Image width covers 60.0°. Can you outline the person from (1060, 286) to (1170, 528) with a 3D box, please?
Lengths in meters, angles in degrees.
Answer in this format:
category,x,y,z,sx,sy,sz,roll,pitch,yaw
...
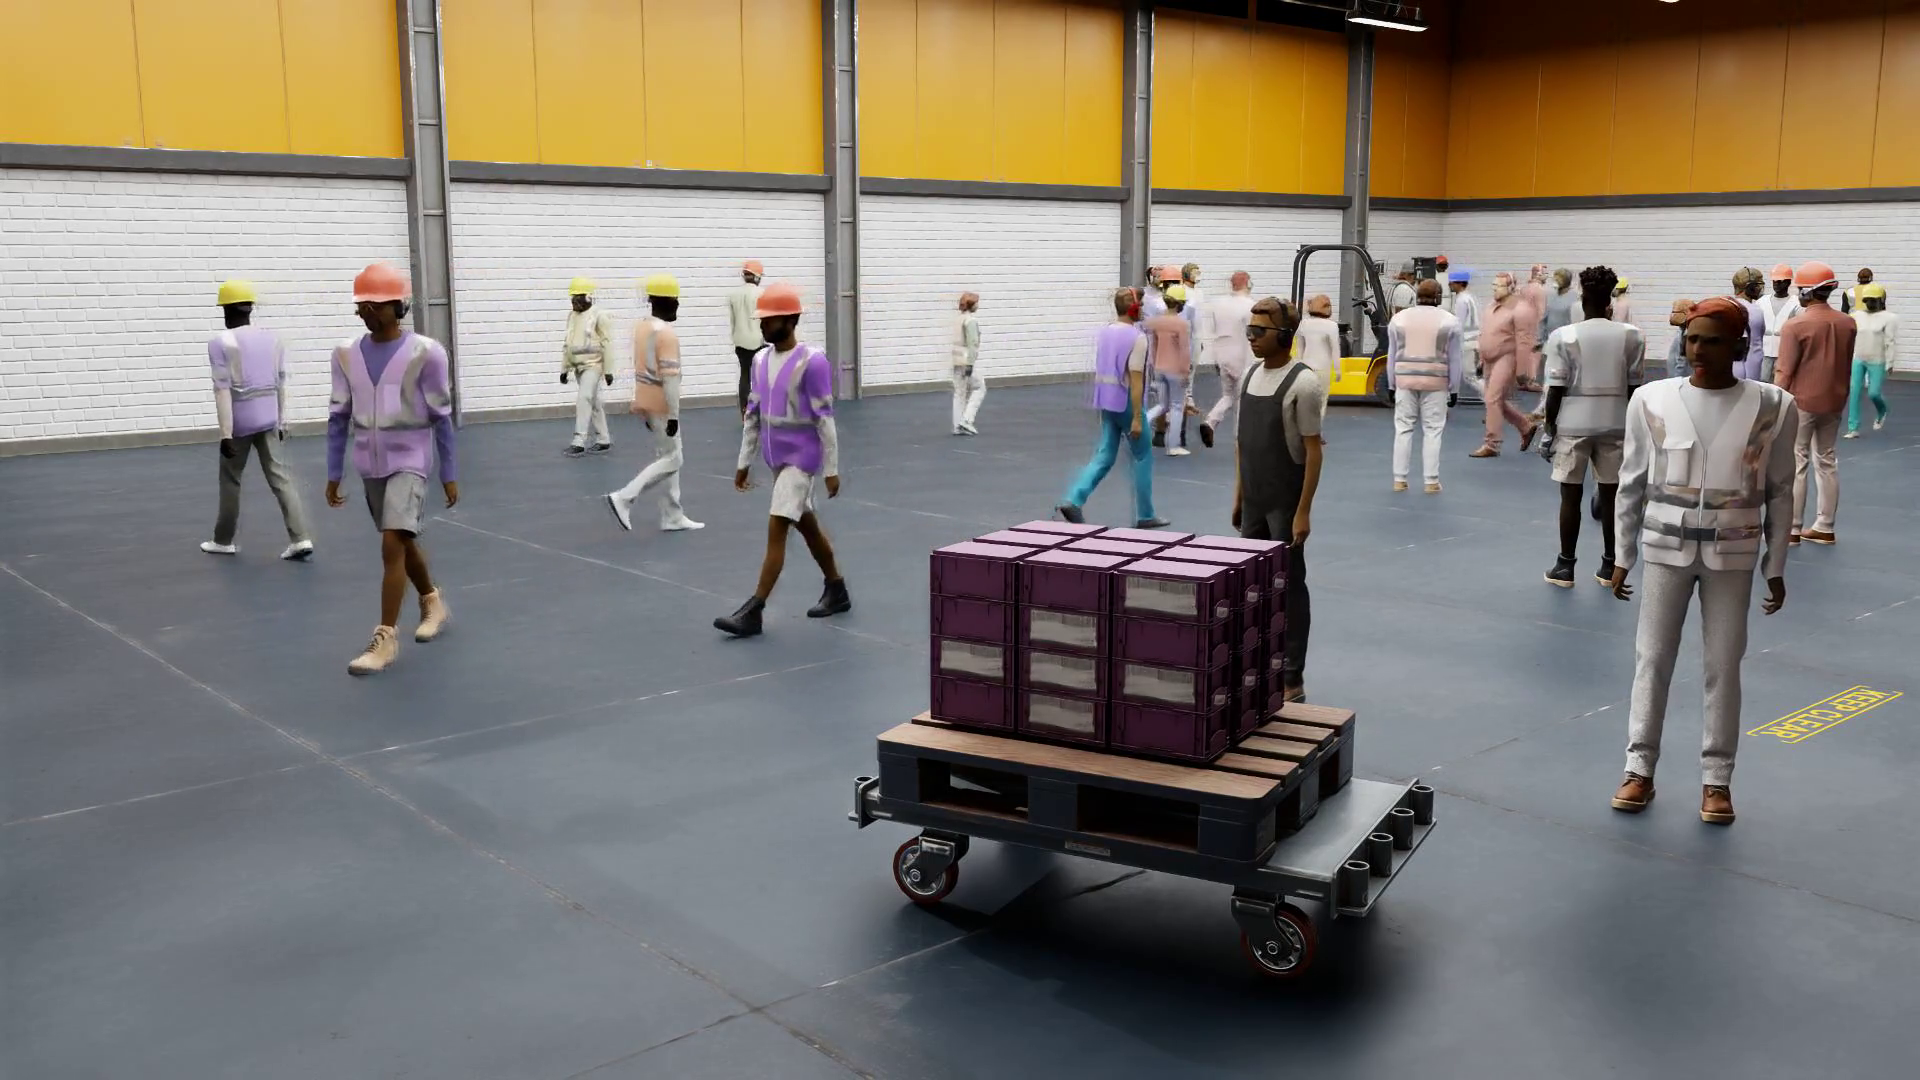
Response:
category,x,y,z,sx,sy,sz,roll,pitch,yaw
person,1.151,-0.958,12.215,0.874,1.813,0.579,-6,11,-30

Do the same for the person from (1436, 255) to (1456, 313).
category,x,y,z,sx,sy,sz,roll,pitch,yaw
person,9.156,-4.410,31.744,0.608,2.048,0.365,-1,10,-7

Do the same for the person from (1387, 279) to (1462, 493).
category,x,y,z,sx,sy,sz,roll,pitch,yaw
person,3.967,-1.309,14.229,0.627,1.832,0.429,5,11,25

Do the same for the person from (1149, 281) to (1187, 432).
category,x,y,z,sx,sy,sz,roll,pitch,yaw
person,2.450,-2.172,19.261,0.404,1.835,0.587,-4,11,-24

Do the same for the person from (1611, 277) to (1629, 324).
category,x,y,z,sx,sy,sz,roll,pitch,yaw
person,9.023,-2.763,23.040,0.882,1.726,0.547,2,10,14

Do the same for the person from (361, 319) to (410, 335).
category,x,y,z,sx,sy,sz,roll,pitch,yaw
person,-5.340,-1.431,15.570,0.516,1.612,0.708,-2,10,-9

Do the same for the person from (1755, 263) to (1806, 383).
category,x,y,z,sx,sy,sz,roll,pitch,yaw
person,8.963,-2.057,18.280,0.542,1.939,0.364,8,13,40

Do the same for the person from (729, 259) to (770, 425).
category,x,y,z,sx,sy,sz,roll,pitch,yaw
person,-2.479,-2.373,19.999,0.642,1.975,0.508,6,11,30

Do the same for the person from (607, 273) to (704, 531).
category,x,y,z,sx,sy,sz,roll,pitch,yaw
person,-2.222,-0.977,12.058,0.692,1.907,0.593,-6,11,-30

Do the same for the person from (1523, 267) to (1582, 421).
category,x,y,z,sx,sy,sz,roll,pitch,yaw
person,7.436,-2.398,20.433,0.999,1.904,0.644,-2,10,-11

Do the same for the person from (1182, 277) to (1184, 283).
category,x,y,z,sx,sy,sz,roll,pitch,yaw
person,3.533,-3.387,26.798,0.534,1.691,0.318,4,10,21

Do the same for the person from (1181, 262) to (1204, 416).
category,x,y,z,sx,sy,sz,roll,pitch,yaw
person,2.915,-2.556,21.205,0.372,1.940,0.632,7,12,36

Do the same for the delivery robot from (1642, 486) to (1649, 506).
category,x,y,z,sx,sy,sz,roll,pitch,yaw
delivery robot,5.211,-0.487,12.860,0.477,0.478,0.707,6,11,30

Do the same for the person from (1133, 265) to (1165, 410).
category,x,y,z,sx,sy,sz,roll,pitch,yaw
person,2.472,-2.468,20.782,0.642,1.910,0.401,-2,10,-14

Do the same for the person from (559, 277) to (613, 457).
category,x,y,z,sx,sy,sz,roll,pitch,yaw
person,-3.864,-1.740,16.817,0.612,1.798,0.801,9,13,41

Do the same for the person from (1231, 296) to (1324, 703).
category,x,y,z,sx,sy,sz,roll,pitch,yaw
person,1.407,-0.167,7.491,0.350,1.846,0.506,-5,11,-29

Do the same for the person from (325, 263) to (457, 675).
category,x,y,z,sx,sy,sz,roll,pitch,yaw
person,-2.852,-0.393,8.390,0.624,1.999,1.032,2,10,12

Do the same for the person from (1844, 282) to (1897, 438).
category,x,y,z,sx,sy,sz,roll,pitch,yaw
person,10.122,-1.993,18.480,0.579,1.750,0.520,-8,13,-41

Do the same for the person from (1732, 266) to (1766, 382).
category,x,y,z,sx,sy,sz,roll,pitch,yaw
person,6.393,-1.270,13.675,0.370,1.941,0.627,-1,10,-4

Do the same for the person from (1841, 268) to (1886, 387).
category,x,y,z,sx,sy,sz,roll,pitch,yaw
person,13.933,-3.272,25.701,0.621,1.837,0.429,4,11,23

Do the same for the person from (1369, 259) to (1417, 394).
category,x,y,z,sx,sy,sz,roll,pitch,yaw
person,6.367,-3.047,23.780,1.032,2.000,0.698,2,10,9

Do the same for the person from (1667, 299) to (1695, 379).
category,x,y,z,sx,sy,sz,roll,pitch,yaw
person,6.545,-1.366,15.128,0.280,1.634,0.498,6,12,33

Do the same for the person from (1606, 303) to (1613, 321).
category,x,y,z,sx,sy,sz,roll,pitch,yaw
person,5.905,-1.431,15.477,0.307,1.645,0.511,-8,12,-38

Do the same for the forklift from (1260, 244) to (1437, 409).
category,x,y,z,sx,sy,sz,roll,pitch,yaw
forklift,5.256,-2.933,22.661,2.313,2.155,1.214,3,10,16

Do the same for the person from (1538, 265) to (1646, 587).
category,x,y,z,sx,sy,sz,roll,pitch,yaw
person,3.853,-0.685,10.166,0.600,1.967,0.367,0,10,1

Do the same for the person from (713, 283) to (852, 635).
category,x,y,z,sx,sy,sz,roll,pitch,yaw
person,-0.944,-0.447,9.046,1.011,1.883,0.561,-9,13,-42

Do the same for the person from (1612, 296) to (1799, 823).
category,x,y,z,sx,sy,sz,roll,pitch,yaw
person,2.652,0.072,5.974,0.585,1.882,0.340,5,11,27

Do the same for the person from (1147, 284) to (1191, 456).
category,x,y,z,sx,sy,sz,roll,pitch,yaw
person,2.062,-1.698,16.762,0.558,1.749,0.524,-7,12,-35

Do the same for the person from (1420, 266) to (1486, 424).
category,x,y,z,sx,sy,sz,roll,pitch,yaw
person,6.144,-2.346,20.093,0.964,1.911,0.620,3,10,17

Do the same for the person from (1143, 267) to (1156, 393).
category,x,y,z,sx,sy,sz,roll,pitch,yaw
person,2.839,-3.117,24.693,0.532,1.868,0.310,9,13,43

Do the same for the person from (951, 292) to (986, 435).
category,x,y,z,sx,sy,sz,roll,pitch,yaw
person,0.092,-1.985,18.790,0.412,1.622,0.510,-5,11,-27

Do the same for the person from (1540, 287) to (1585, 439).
category,x,y,z,sx,sy,sz,roll,pitch,yaw
person,6.847,-2.019,18.384,0.924,1.834,0.532,-4,10,-20

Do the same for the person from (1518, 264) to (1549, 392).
category,x,y,z,sx,sy,sz,roll,pitch,yaw
person,8.597,-3.157,24.827,0.403,1.904,0.677,-1,10,-6

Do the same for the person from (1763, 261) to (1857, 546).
category,x,y,z,sx,sy,sz,roll,pitch,yaw
person,5.933,-0.941,11.624,0.616,1.990,0.400,-3,10,-16

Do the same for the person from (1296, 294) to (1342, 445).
category,x,y,z,sx,sy,sz,roll,pitch,yaw
person,3.849,-1.817,17.822,0.344,1.622,0.507,-8,12,-39

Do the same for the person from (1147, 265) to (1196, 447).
category,x,y,z,sx,sy,sz,roll,pitch,yaw
person,2.233,-1.949,17.698,0.545,1.928,0.394,-3,10,-16

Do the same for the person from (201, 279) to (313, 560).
category,x,y,z,sx,sy,sz,roll,pitch,yaw
person,-4.719,-0.796,11.100,1.003,1.880,0.608,6,11,29

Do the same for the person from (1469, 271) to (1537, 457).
category,x,y,z,sx,sy,sz,roll,pitch,yaw
person,5.536,-1.776,16.811,0.773,1.880,0.641,-2,10,-12

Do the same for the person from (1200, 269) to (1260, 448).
category,x,y,z,sx,sy,sz,roll,pitch,yaw
person,2.792,-1.814,17.000,0.573,1.891,0.697,-7,12,-34
